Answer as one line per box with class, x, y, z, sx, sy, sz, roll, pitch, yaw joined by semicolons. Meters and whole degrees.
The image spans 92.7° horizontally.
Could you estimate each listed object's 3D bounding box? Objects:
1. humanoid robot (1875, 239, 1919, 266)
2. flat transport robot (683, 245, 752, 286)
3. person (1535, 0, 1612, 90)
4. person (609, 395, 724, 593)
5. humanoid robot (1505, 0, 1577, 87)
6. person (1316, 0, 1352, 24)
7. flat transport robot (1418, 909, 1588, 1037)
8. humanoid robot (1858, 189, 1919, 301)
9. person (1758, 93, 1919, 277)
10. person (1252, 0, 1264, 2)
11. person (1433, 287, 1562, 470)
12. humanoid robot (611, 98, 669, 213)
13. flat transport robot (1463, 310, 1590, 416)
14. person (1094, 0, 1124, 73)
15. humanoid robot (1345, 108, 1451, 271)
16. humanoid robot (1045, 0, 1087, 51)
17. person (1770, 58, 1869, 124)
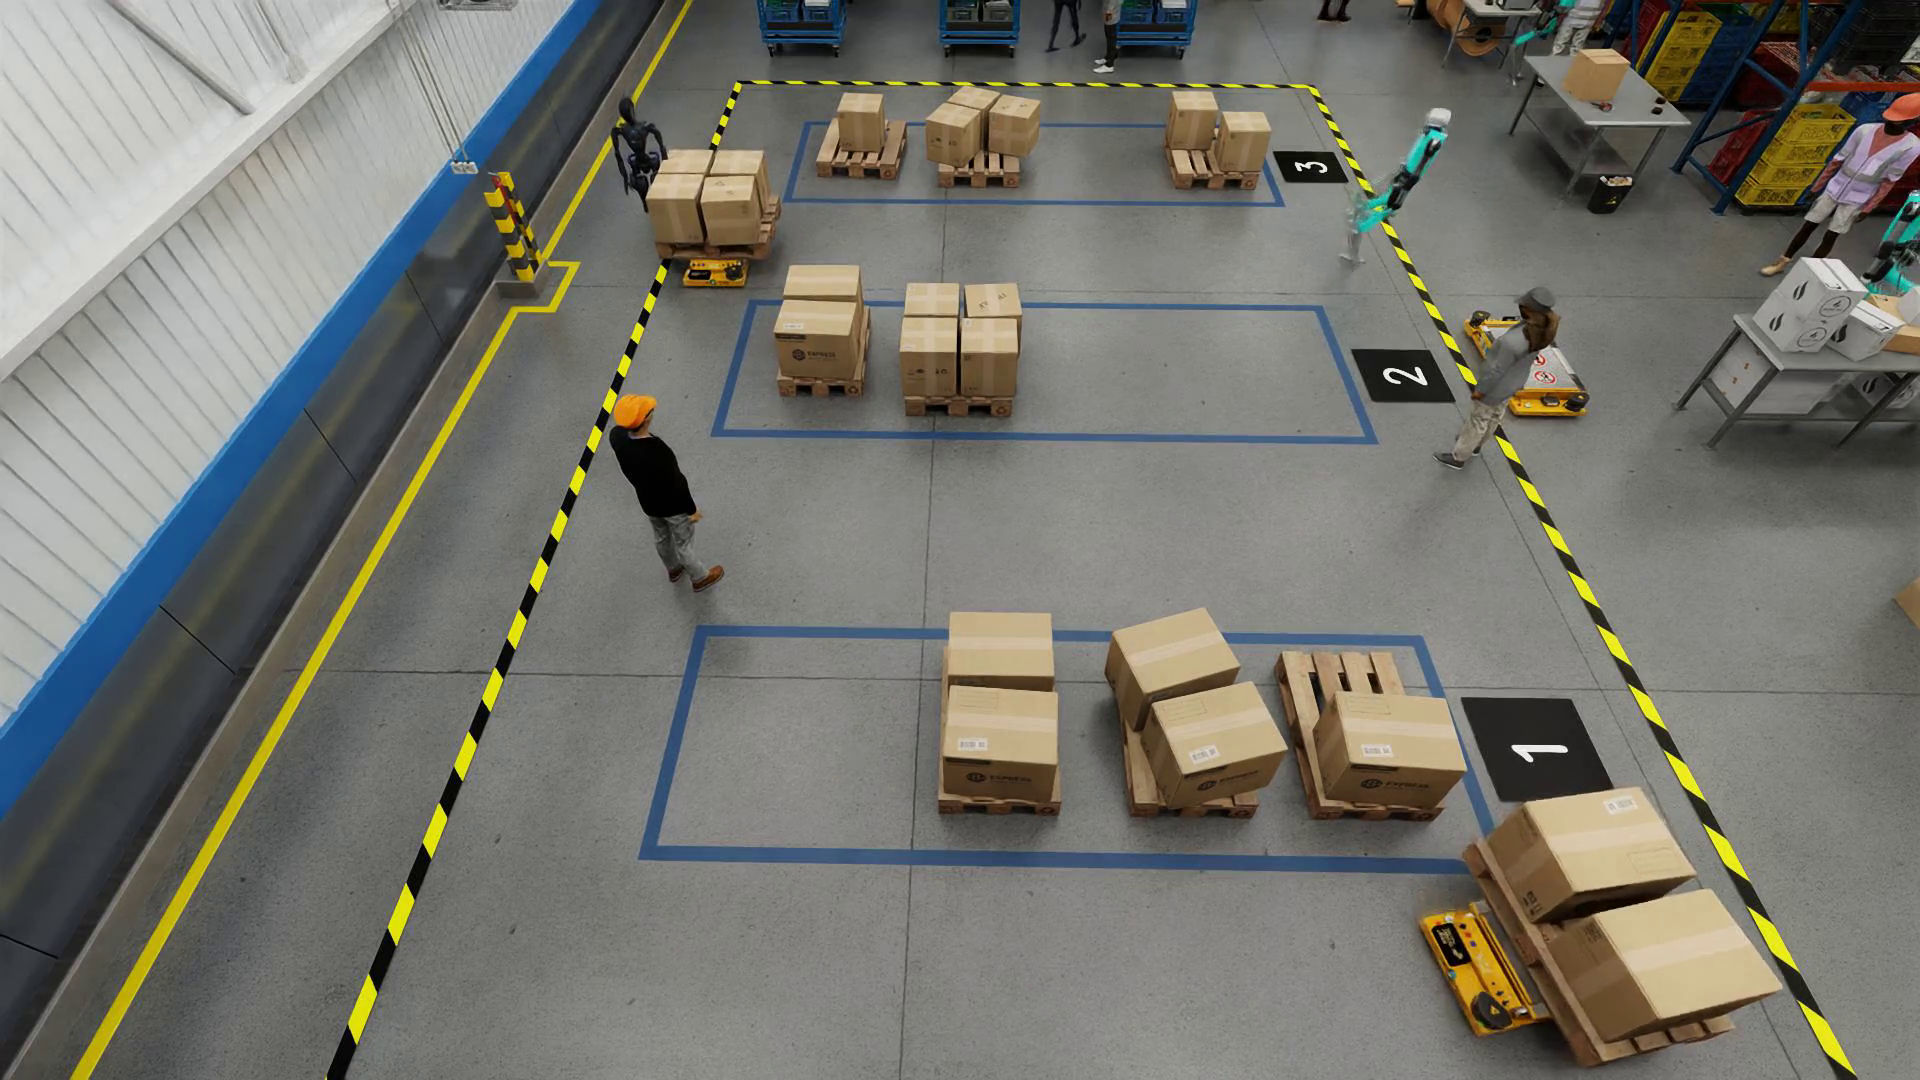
humanoid robot;10.719;-3.729;9.827;0.608;1.638;0.417;6;49;5
flat transport robot;-2.690;-3.377;10.438;0.652;0.197;1.431;1;49;0
person;8.608;-7.232;12.759;0.587;1.831;0.404;12;50;10
person;-2.171;-0.311;6.735;0.585;1.884;0.361;23;53;19
humanoid robot;8.243;-7.372;12.935;0.560;1.742;0.849;-15;51;-12
person;6.145;-9.169;14.379;0.659;1.914;0.639;-2;49;-2
flat transport robot;3.567;2.414;5.425;1.431;0.197;0.652;-9;50;-7
humanoid robot;9.084;-2.540;8.800;0.562;1.767;1.053;-31;56;-24
person;9.119;-3.560;9.455;0.416;2.032;0.608;-20;52;-17
person;4.871;-9.779;14.931;0.602;1.880;0.666;5;49;4
person;4.534;-1.328;7.692;0.561;1.764;0.402;-29;55;-23
humanoid robot;-3.461;-4.119;10.181;0.590;1.637;0.617;-8;50;-7
flat transport robot;5.573;-1.757;9.054;0.659;0.231;1.431;1;49;1
person;2.153;-7.723;13.172;0.386;1.849;0.597;8;50;7
humanoid robot;4.514;-3.698;9.797;0.793;1.826;0.554;16;51;13
humanoid robot;1.628;-8.295;13.807;0.762;1.632;0.589;-34;57;-26
person;11.216;-6.019;11.720;0.611;1.816;0.654;4;49;4
